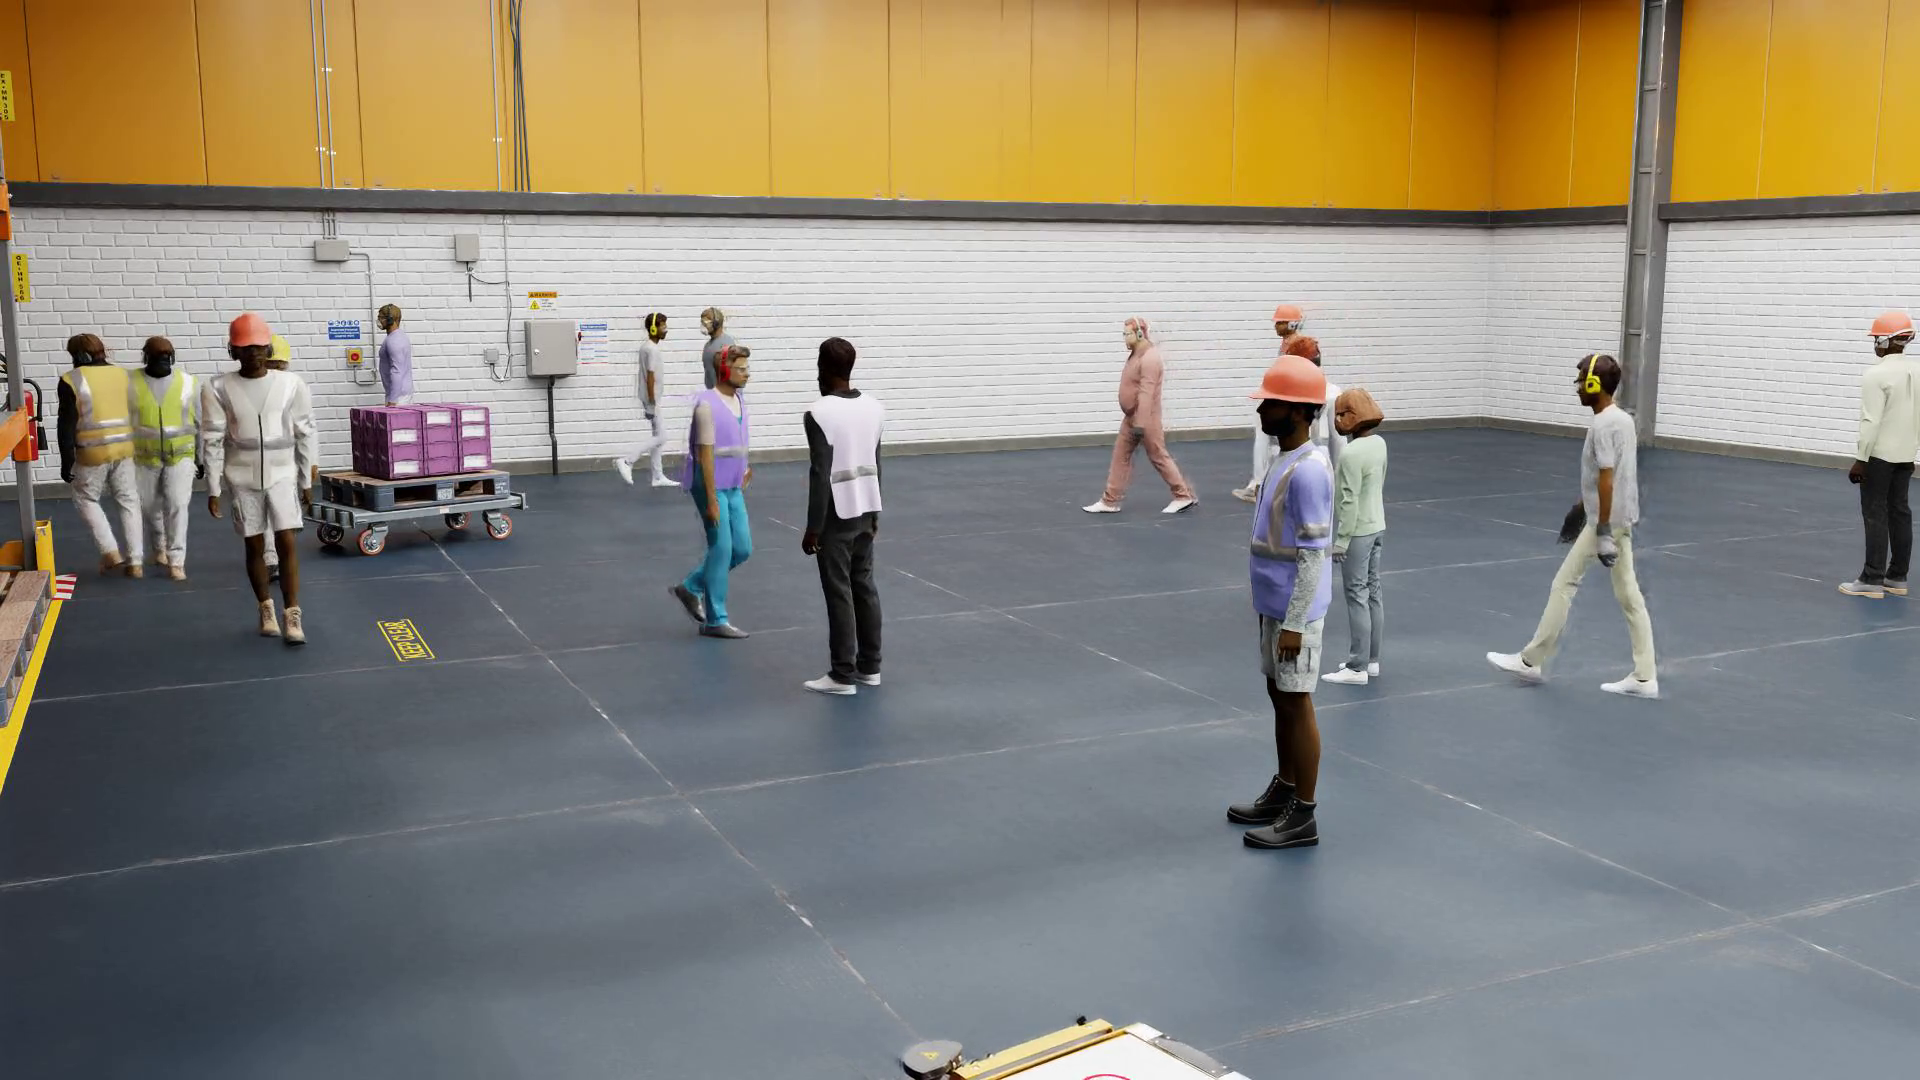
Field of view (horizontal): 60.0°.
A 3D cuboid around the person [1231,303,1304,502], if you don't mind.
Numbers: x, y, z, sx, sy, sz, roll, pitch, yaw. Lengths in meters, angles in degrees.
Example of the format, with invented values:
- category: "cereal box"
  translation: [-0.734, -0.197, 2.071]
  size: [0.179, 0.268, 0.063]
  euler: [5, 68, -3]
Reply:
- category: "person"
  translation: [3.093, -1.305, 16.129]
  size: [0.938, 1.951, 0.664]
  euler: [-1, 9, -6]

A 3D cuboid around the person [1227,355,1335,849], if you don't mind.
- category: "person"
  translation: [1.282, 0.245, 6.567]
  size: [0.347, 1.943, 0.544]
  euler: [0, 9, -1]

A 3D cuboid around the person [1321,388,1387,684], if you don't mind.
- category: "person"
  translation: [2.187, -0.021, 9.171]
  size: [0.285, 1.633, 0.498]
  euler: [6, 11, 34]

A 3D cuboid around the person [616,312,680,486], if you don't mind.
- category: "person"
  translation: [-3.282, -1.457, 17.438]
  size: [0.581, 1.848, 0.518]
  euler: [-3, 10, -19]

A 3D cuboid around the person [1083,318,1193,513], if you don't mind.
- category: "person"
  translation: [1.720, -1.147, 15.532]
  size: [1.025, 1.854, 0.648]
  euler: [-2, 9, -11]

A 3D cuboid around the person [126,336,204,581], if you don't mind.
- category: "person"
  translation: [-5.998, -0.635, 12.484]
  size: [0.637, 1.806, 0.892]
  euler: [-4, 10, -24]

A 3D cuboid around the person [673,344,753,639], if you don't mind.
- category: "person"
  translation: [-1.526, -0.299, 10.315]
  size: [0.501, 1.828, 0.559]
  euler: [3, 10, 19]

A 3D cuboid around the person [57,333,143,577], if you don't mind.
- category: "person"
  translation: [-6.307, -0.608, 12.258]
  size: [0.450, 1.815, 0.691]
  euler: [7, 12, 37]

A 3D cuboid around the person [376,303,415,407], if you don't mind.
- category: "person"
  translation: [-5.871, -1.484, 17.312]
  size: [0.373, 1.940, 0.628]
  euler: [-2, 9, -14]

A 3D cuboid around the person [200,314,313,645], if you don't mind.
- category: "person"
  translation: [-4.217, -0.346, 10.037]
  size: [0.628, 2.001, 0.949]
  euler: [-5, 10, -27]

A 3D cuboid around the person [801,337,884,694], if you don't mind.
- category: "person"
  translation: [-0.616, -0.127, 8.953]
  size: [0.371, 1.916, 0.597]
  euler: [6, 11, 33]

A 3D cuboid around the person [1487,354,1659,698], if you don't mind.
- category: "person"
  translation: [3.370, -0.084, 8.985]
  size: [0.974, 1.814, 0.513]
  euler: [8, 12, 40]

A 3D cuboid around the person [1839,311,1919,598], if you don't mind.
- category: "person"
  translation: [6.447, -0.594, 11.611]
  size: [0.623, 1.992, 0.397]
  euler: [-5, 10, -26]

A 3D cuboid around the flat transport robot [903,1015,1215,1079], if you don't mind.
- category: "flat transport robot"
  translation: [0.501, 1.493, 3.998]
  size: [0.652, 0.197, 1.431]
  euler: [-7, 11, -36]

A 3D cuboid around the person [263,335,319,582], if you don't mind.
- category: "person"
  translation: [-4.997, -0.590, 12.206]
  size: [0.611, 1.790, 0.847]
  euler: [-7, 11, -37]

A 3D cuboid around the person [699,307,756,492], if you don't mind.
- category: "person"
  translation: [-2.379, -1.352, 16.533]
  size: [0.478, 1.922, 0.648]
  euler: [-5, 10, -27]

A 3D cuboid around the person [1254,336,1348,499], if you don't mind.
- category: "person"
  translation: [2.305, -0.443, 11.173]
  size: [0.585, 1.828, 1.004]
  euler: [5, 10, 26]
